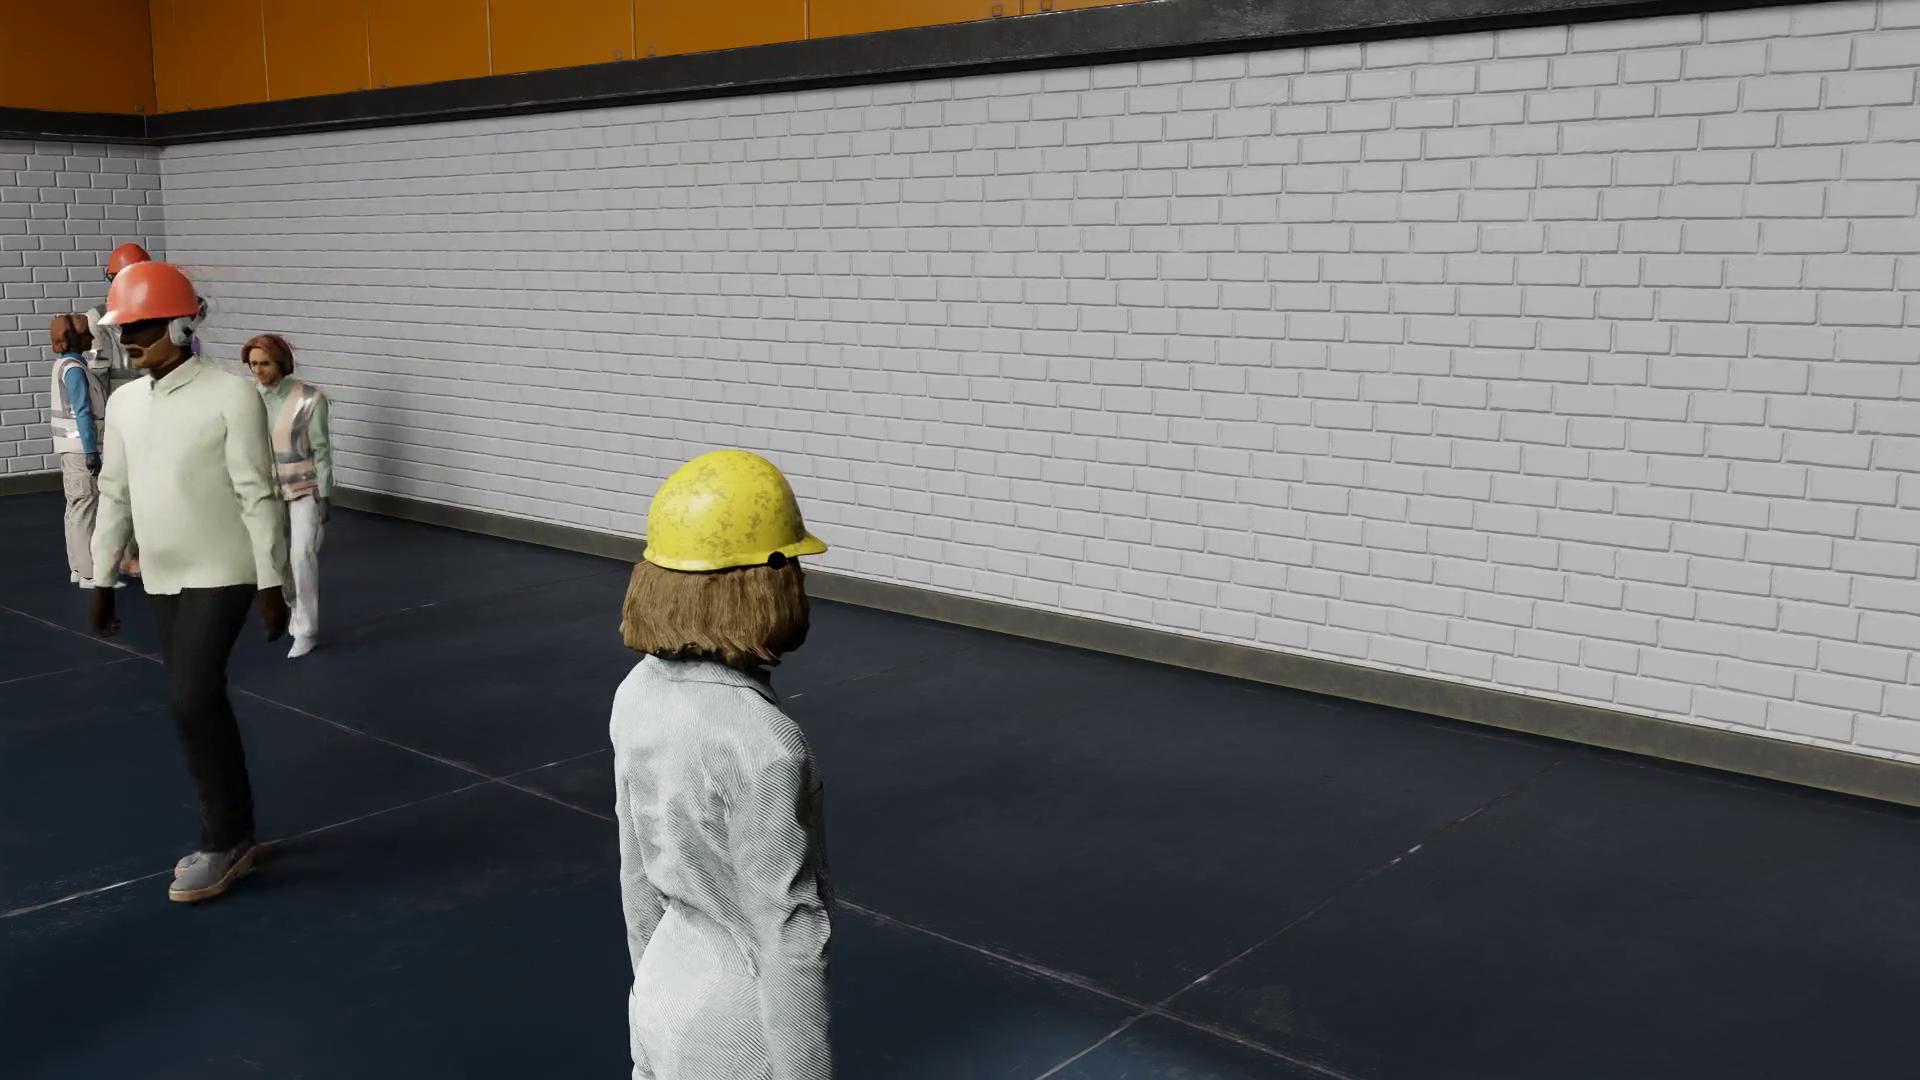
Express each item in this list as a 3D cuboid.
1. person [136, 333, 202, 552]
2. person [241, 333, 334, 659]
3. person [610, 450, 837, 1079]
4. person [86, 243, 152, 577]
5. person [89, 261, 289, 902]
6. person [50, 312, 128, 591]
[{"bbox_3d":[-5.216,-0.839,11.138,0.892,1.862,0.625,-9,14,-43],"label":"person"},{"bbox_3d":[-3.343,-0.226,8.279,0.521,1.620,0.472,0,10,1],"label":"person"},{"bbox_3d":[-0.325,0.735,2.442,0.294,1.744,0.487,-8,12,-37],"label":"person"},{"bbox_3d":[-5.080,-0.803,10.337,0.369,2.048,0.607,5,11,25],"label":"person"},{"bbox_3d":[-2.475,0.137,5.182,0.665,1.974,0.635,5,11,25],"label":"person"},{"bbox_3d":[-5.212,-0.521,9.876,0.307,1.645,0.512,-7,12,-36],"label":"person"}]
